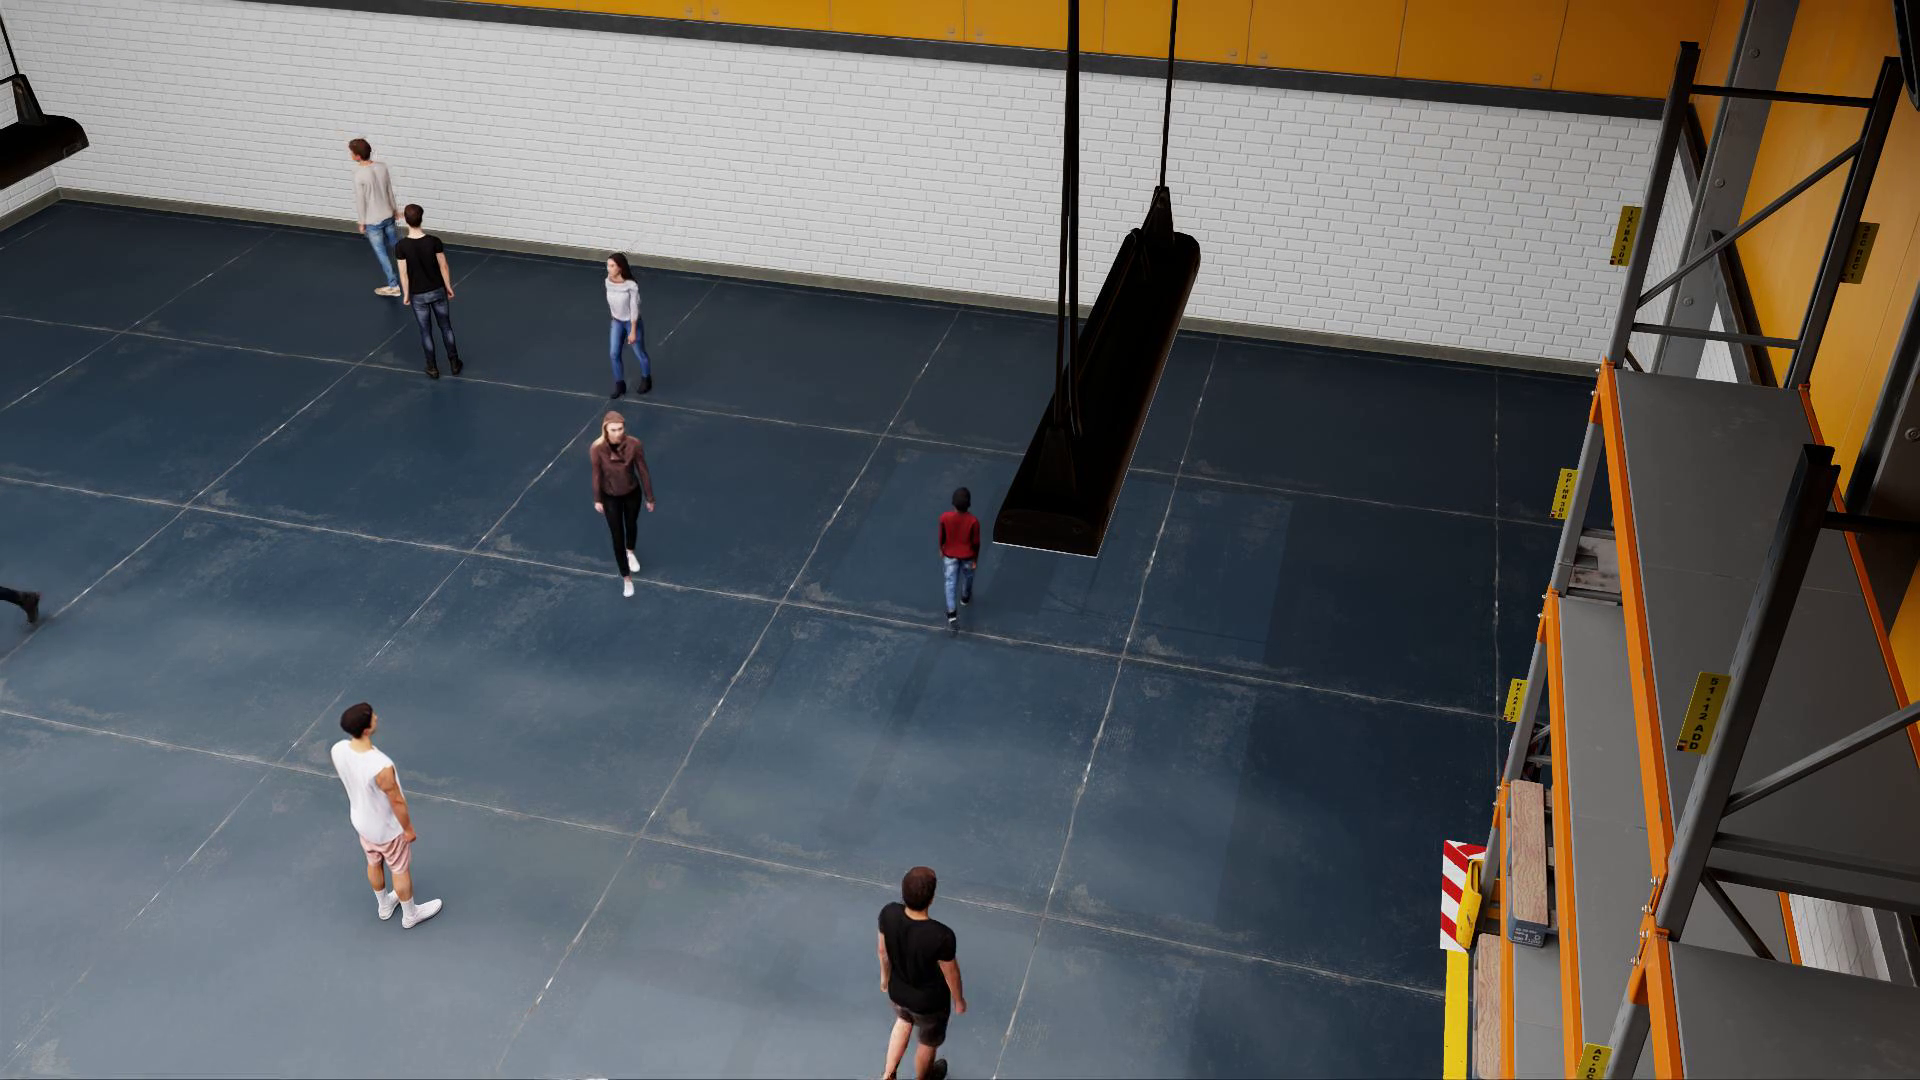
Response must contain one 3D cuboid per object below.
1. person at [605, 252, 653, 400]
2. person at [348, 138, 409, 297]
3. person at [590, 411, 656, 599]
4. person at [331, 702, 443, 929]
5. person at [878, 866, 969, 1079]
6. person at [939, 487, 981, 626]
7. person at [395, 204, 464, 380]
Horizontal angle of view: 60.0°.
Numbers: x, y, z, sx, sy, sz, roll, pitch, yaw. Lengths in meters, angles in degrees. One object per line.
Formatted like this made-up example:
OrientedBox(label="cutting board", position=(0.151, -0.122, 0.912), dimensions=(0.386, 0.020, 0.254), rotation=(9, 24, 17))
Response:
OrientedBox(label="person", position=(-3.368, -2.251, 17.180), dimensions=(0.705, 1.614, 0.808), rotation=(17, 37, 23))
OrientedBox(label="person", position=(-6.664, -3.726, 19.144), dimensions=(0.937, 1.897, 0.663), rotation=(27, 42, 34))
OrientedBox(label="person", position=(-2.930, -0.408, 14.359), dimensions=(0.987, 1.669, 1.118), rotation=(-11, 35, -16))
OrientedBox(label="person", position=(-3.819, 1.815, 10.908), dimensions=(0.692, 1.786, 0.635), rotation=(17, 37, 23))
OrientedBox(label="person", position=(-0.288, 2.649, 9.595), dimensions=(0.805, 1.851, 0.901), rotation=(19, 38, 26))
OrientedBox(label="person", position=(-0.017, 0.139, 13.926), dimensions=(0.612, 1.238, 0.893), rotation=(1, 34, 2))
OrientedBox(label="person", position=(-5.586, -2.607, 17.461), dimensions=(0.763, 1.897, 0.794), rotation=(-13, 36, -19))
